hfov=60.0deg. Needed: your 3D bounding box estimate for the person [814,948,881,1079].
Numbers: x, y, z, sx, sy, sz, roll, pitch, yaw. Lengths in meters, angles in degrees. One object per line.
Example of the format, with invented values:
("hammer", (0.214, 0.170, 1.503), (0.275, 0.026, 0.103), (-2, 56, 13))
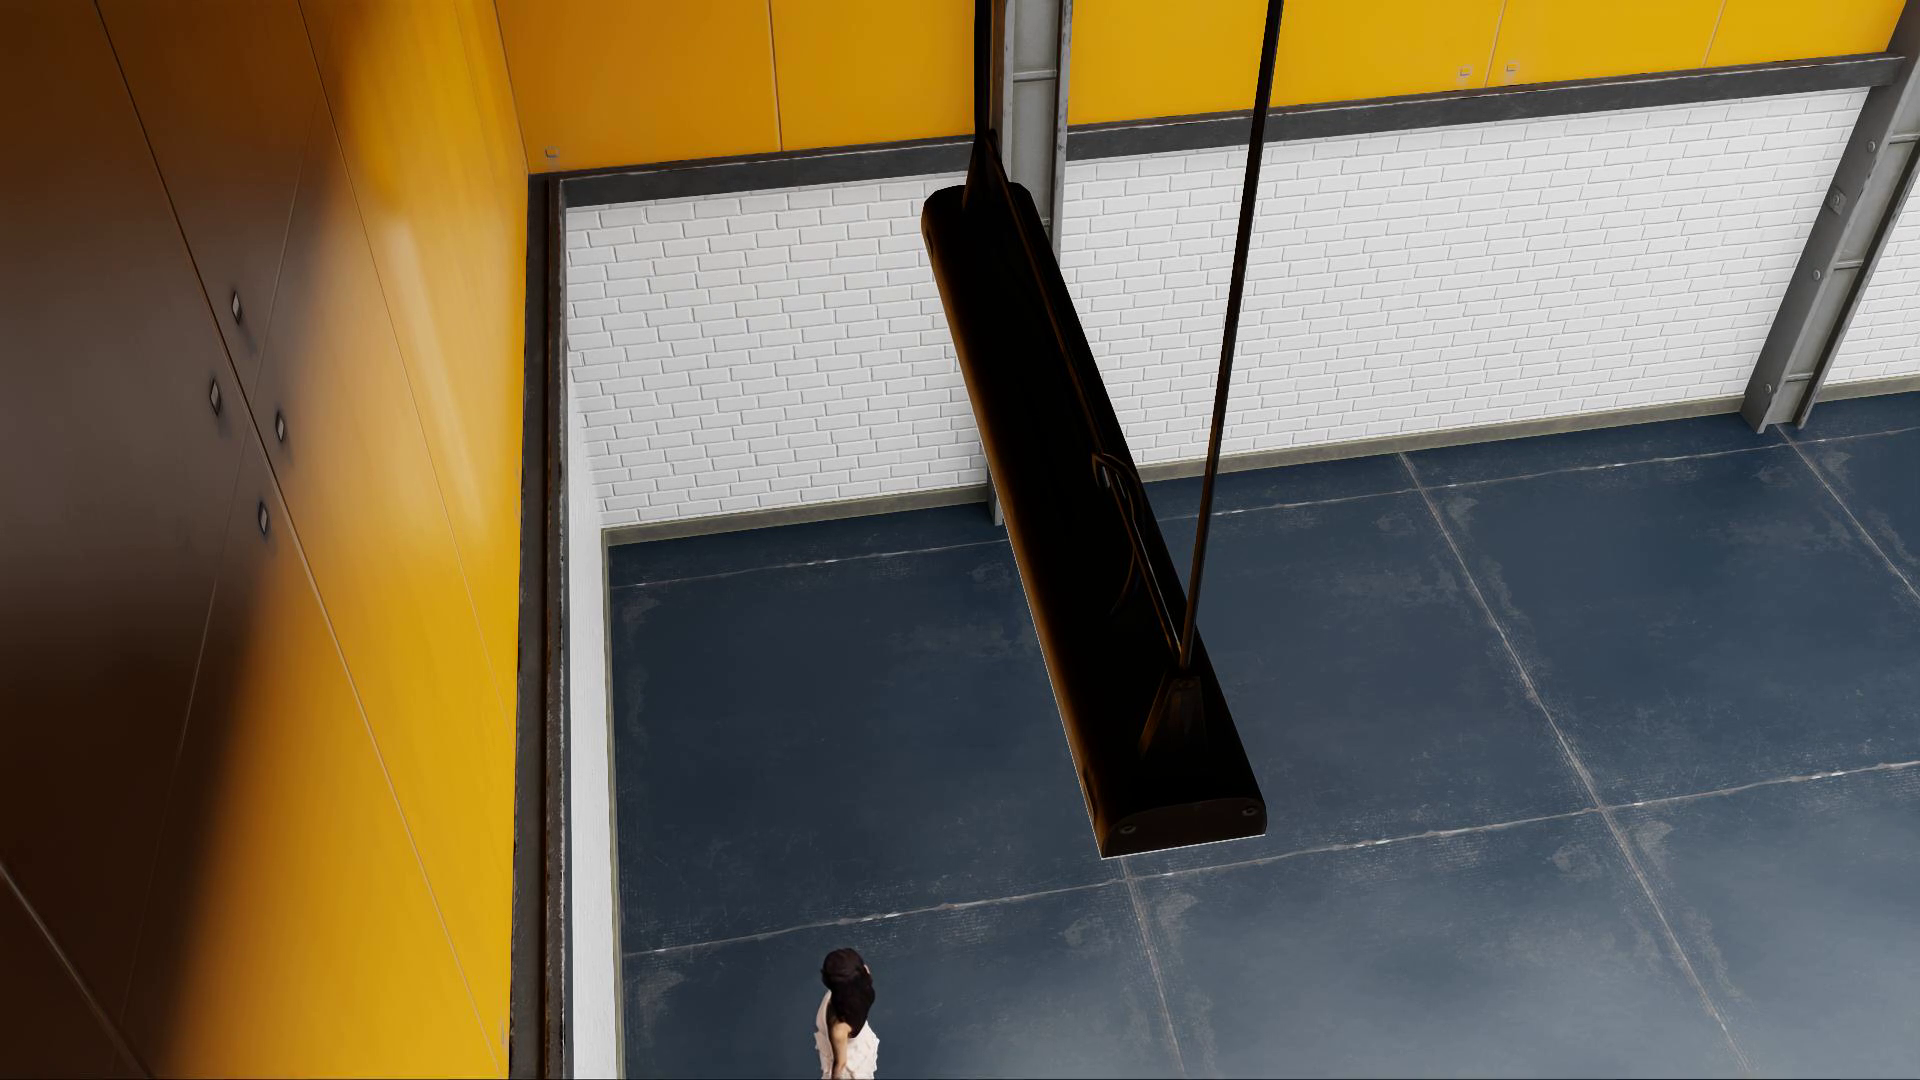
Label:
("person", (-0.530, 2.507, 8.088), (0.653, 1.736, 0.649), (10, 45, 11))
